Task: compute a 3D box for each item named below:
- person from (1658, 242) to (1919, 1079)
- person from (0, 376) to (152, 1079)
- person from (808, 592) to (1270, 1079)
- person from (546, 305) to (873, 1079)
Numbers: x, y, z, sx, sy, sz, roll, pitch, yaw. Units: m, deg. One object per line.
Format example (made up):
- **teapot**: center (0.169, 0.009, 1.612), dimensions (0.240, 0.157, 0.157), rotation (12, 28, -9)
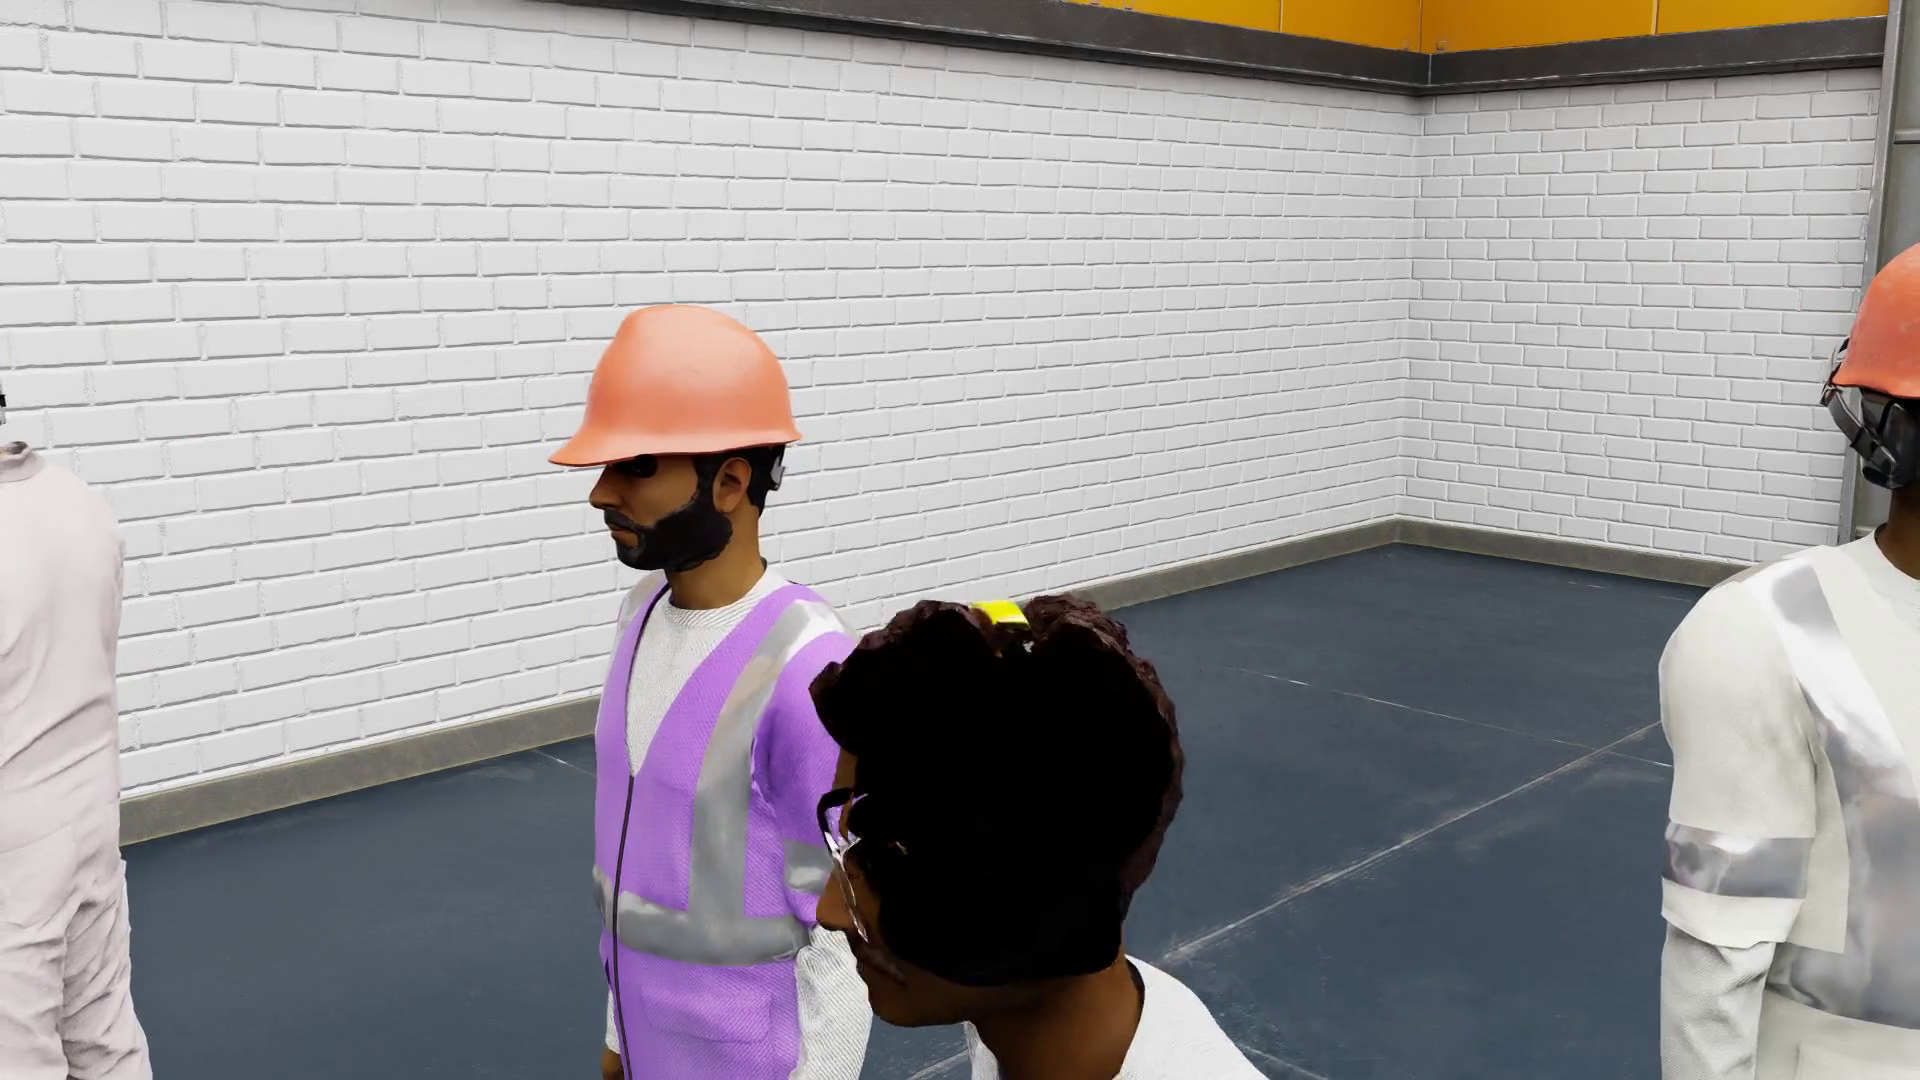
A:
- **person**: center (1.046, 0.676, 1.851), dimensions (0.608, 2.044, 0.371), rotation (-4, 11, -20)
- **person**: center (-1.692, 0.556, 2.889), dimensions (0.399, 1.905, 0.642), rotation (0, 10, 2)
- **person**: center (0.234, 0.910, 1.255), dimensions (0.828, 1.817, 0.545), rotation (-2, 11, -11)
- **person**: center (-0.323, 0.671, 2.168), dimensions (0.359, 1.938, 0.545), rotation (-9, 13, -39)
